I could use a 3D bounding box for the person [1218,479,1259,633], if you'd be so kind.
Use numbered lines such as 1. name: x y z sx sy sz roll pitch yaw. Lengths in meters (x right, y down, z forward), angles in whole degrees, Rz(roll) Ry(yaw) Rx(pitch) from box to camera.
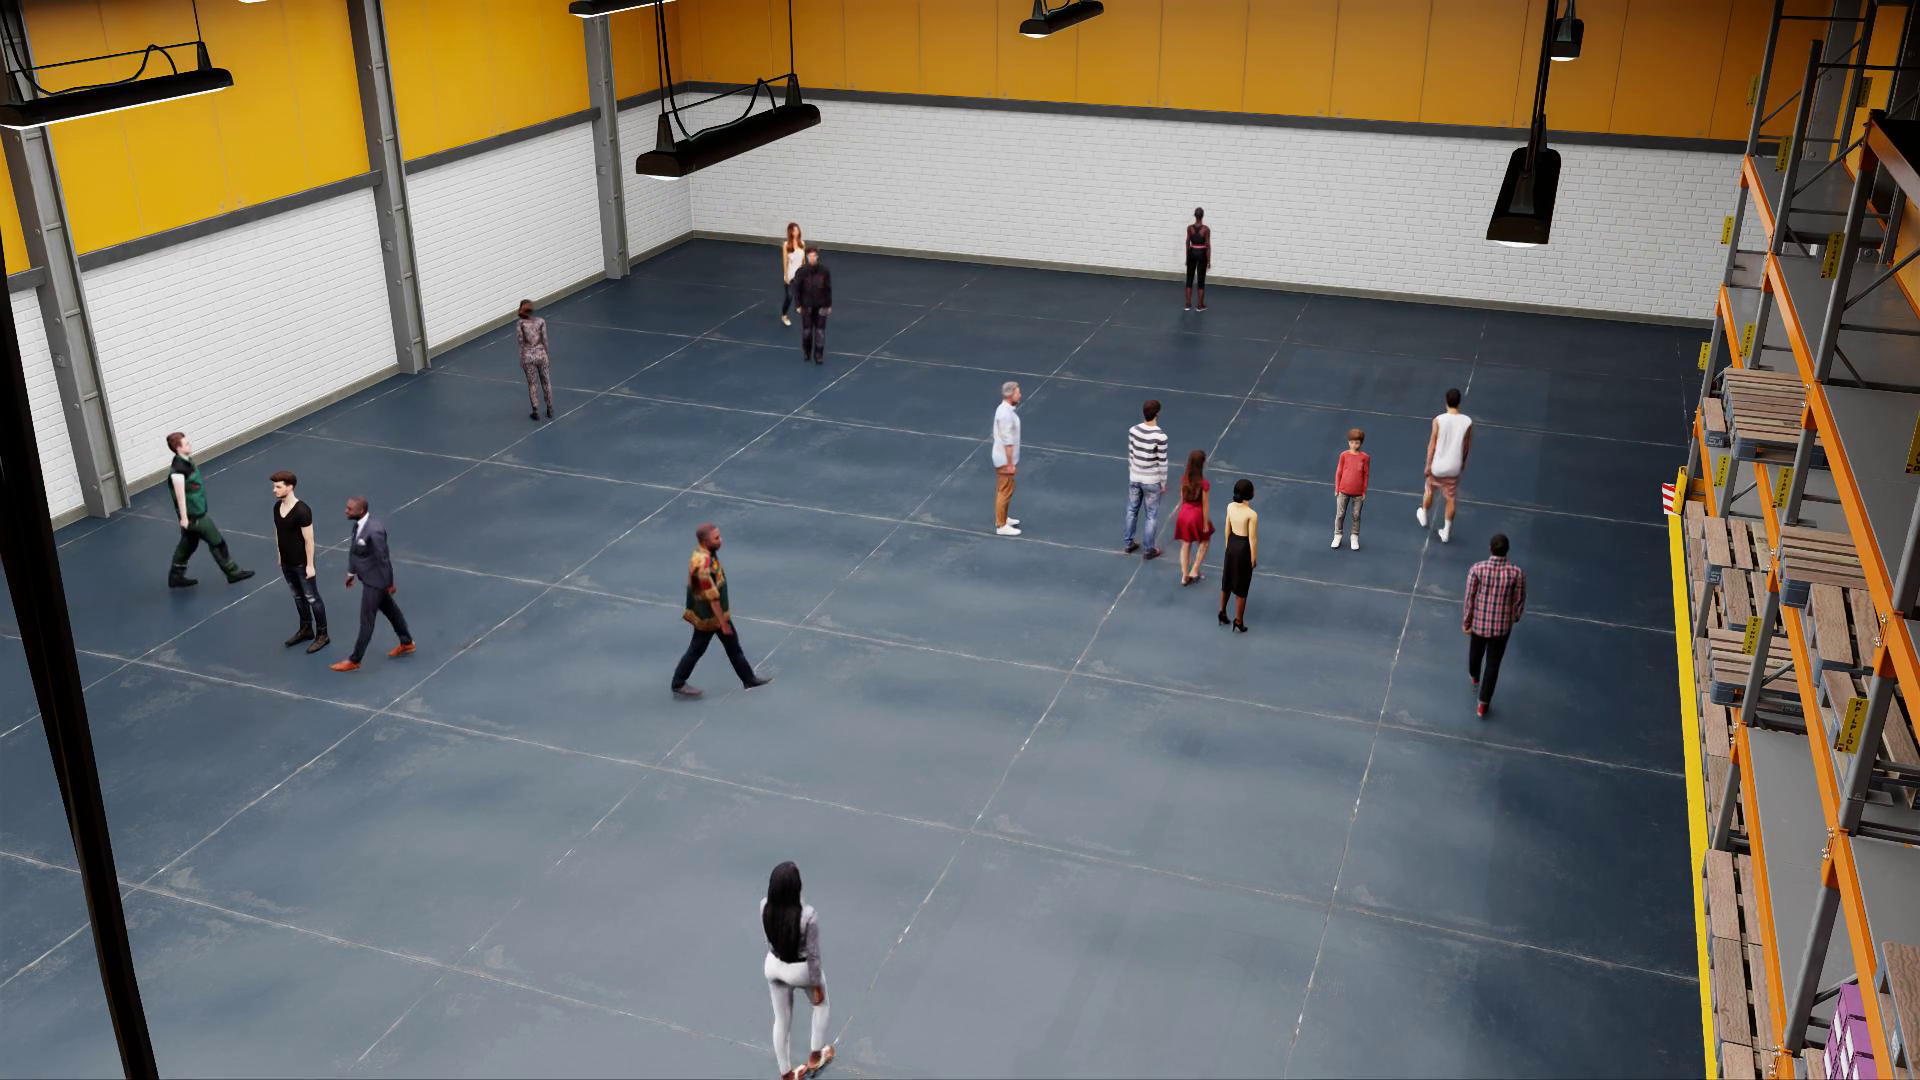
1. person: 2.868 0.154 17.120 0.682 1.651 0.654 -18 30 -36

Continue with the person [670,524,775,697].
1. person: -2.456 0.716 15.706 1.021 1.754 1.249 0 24 1

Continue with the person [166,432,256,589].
1. person: -8.355 -0.285 17.935 1.180 1.802 1.116 -10 26 -22

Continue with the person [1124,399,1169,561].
1. person: 2.092 -0.691 18.810 0.688 1.846 0.627 15 28 31

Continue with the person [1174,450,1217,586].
1. person: 2.504 -0.222 18.114 0.666 1.544 0.731 19 30 37

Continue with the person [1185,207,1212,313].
1. person: 4.024 -4.777 28.265 0.602 1.760 0.539 10 26 22

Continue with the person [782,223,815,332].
1. person: -2.753 -4.292 27.183 1.129 1.738 1.098 -15 28 -31

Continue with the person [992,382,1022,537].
1. person: 0.530 -0.980 19.499 0.811 1.823 0.640 1 24 2

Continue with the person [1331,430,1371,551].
1. person: 4.501 -0.593 19.121 0.536 1.417 0.518 6 24 13

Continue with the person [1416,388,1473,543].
1. person: 5.631 -0.821 19.229 0.903 1.748 1.079 0 24 1

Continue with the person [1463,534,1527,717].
1. person: 4.950 0.820 15.503 0.689 1.727 1.073 9 25 19

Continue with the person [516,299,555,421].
1. person: -5.920 -2.521 23.160 0.649 1.714 0.712 -11 26 -24

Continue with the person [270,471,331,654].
1. person: -6.652 0.190 16.731 0.708 1.897 0.640 13 27 28

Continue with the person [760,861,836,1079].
1. person: -1.128 2.879 10.809 0.652 1.712 0.731 10 26 22

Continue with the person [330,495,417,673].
1. person: -5.698 0.378 16.437 1.225 1.788 1.079 -15 28 -31

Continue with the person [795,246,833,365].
1. person: -2.235 -3.616 25.524 0.839 1.829 0.858 -5 24 -11
